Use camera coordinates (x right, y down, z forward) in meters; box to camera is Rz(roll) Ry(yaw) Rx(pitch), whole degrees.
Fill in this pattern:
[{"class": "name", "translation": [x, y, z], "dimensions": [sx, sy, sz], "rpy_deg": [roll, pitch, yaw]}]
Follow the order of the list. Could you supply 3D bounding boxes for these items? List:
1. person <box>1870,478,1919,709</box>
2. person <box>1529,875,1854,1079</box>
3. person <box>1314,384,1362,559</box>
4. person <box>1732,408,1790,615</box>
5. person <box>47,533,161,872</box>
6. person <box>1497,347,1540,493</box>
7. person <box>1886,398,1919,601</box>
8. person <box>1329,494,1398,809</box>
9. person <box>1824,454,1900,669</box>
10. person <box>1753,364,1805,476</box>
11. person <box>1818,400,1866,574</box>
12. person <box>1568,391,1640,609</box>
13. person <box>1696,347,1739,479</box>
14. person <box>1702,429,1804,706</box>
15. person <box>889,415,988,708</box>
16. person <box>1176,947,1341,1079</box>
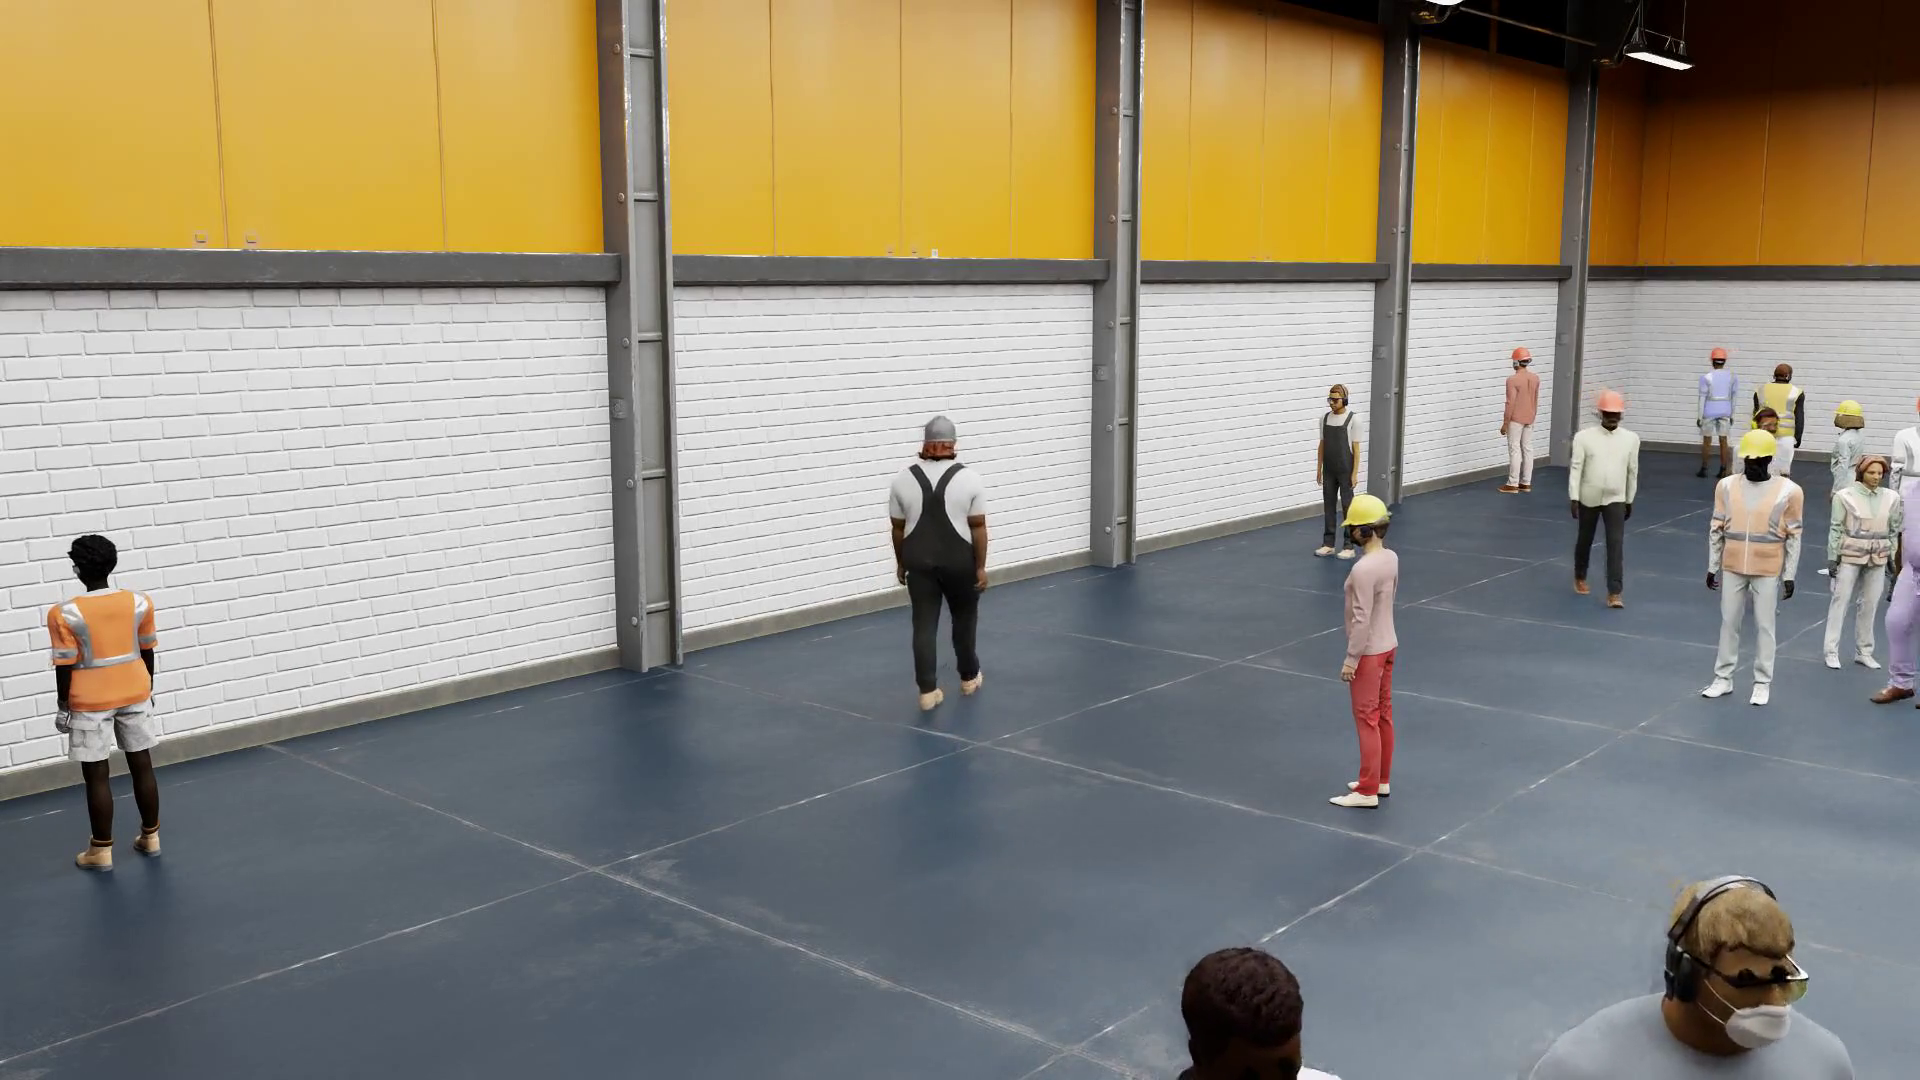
[{"class": "person", "translation": [6.601, 0.248, 11.307], "dimensions": [0.613, 1.878, 0.658], "rpy_deg": [-4, 10, -22]}, {"class": "person", "translation": [1.340, 1.539, 3.066], "dimensions": [0.642, 1.916, 0.619], "rpy_deg": [-1, 9, -4]}, {"class": "person", "translation": [3.981, -0.721, 17.529], "dimensions": [0.507, 1.841, 0.334], "rpy_deg": [9, 13, 44]}, {"class": "person", "translation": [7.112, -0.270, 14.769], "dimensions": [0.542, 1.814, 0.973], "rpy_deg": [0, 9, -3]}, {"class": "person", "translation": [-4.284, 0.808, 8.358], "dimensions": [0.318, 1.698, 0.534], "rpy_deg": [6, 11, 35]}, {"class": "person", "translation": [7.654, -1.638, 22.784], "dimensions": [0.610, 1.995, 0.379], "rpy_deg": [-6, 11, -32]}, {"class": "person", "translation": [8.730, -0.381, 15.073], "dimensions": [0.551, 1.935, 0.371], "rpy_deg": [3, 10, 20]}, {"class": "person", "translation": [2.275, 0.622, 9.324], "dimensions": [0.320, 1.766, 0.523], "rpy_deg": [6, 11, 32]}, {"class": "person", "translation": [6.815, 0.168, 12.570], "dimensions": [0.523, 1.636, 0.310], "rpy_deg": [0, 9, 1]}, {"class": "person", "translation": [10.642, -1.374, 21.643], "dimensions": [0.627, 1.837, 0.429], "rpy_deg": [8, 12, 39]}, {"class": "person", "translation": [8.784, -0.518, 16.539], "dimensions": [0.485, 1.745, 0.296], "rpy_deg": [-9, 12, -43]}, {"class": "person", "translation": [5.863, -0.398, 15.201], "dimensions": [0.620, 1.947, 1.047], "rpy_deg": [2, 9, 10]}, {"class": "person", "translation": [11.086, -1.861, 24.379], "dimensions": [0.552, 1.934, 0.371], "rpy_deg": [1, 9, 7]}, {"class": "person", "translation": [5.491, 0.187, 11.548], "dimensions": [0.594, 1.922, 0.385], "rpy_deg": [8, 12, 43]}, {"class": "person", "translation": [-0.112, 0.110, 11.665], "dimensions": [0.705, 2.000, 0.899], "rpy_deg": [2, 9, 13]}, {"class": "person", "translation": [0.466, 1.579, 2.906], "dimensions": [0.621, 1.890, 0.498], "rpy_deg": [-4, 10, -22]}]
